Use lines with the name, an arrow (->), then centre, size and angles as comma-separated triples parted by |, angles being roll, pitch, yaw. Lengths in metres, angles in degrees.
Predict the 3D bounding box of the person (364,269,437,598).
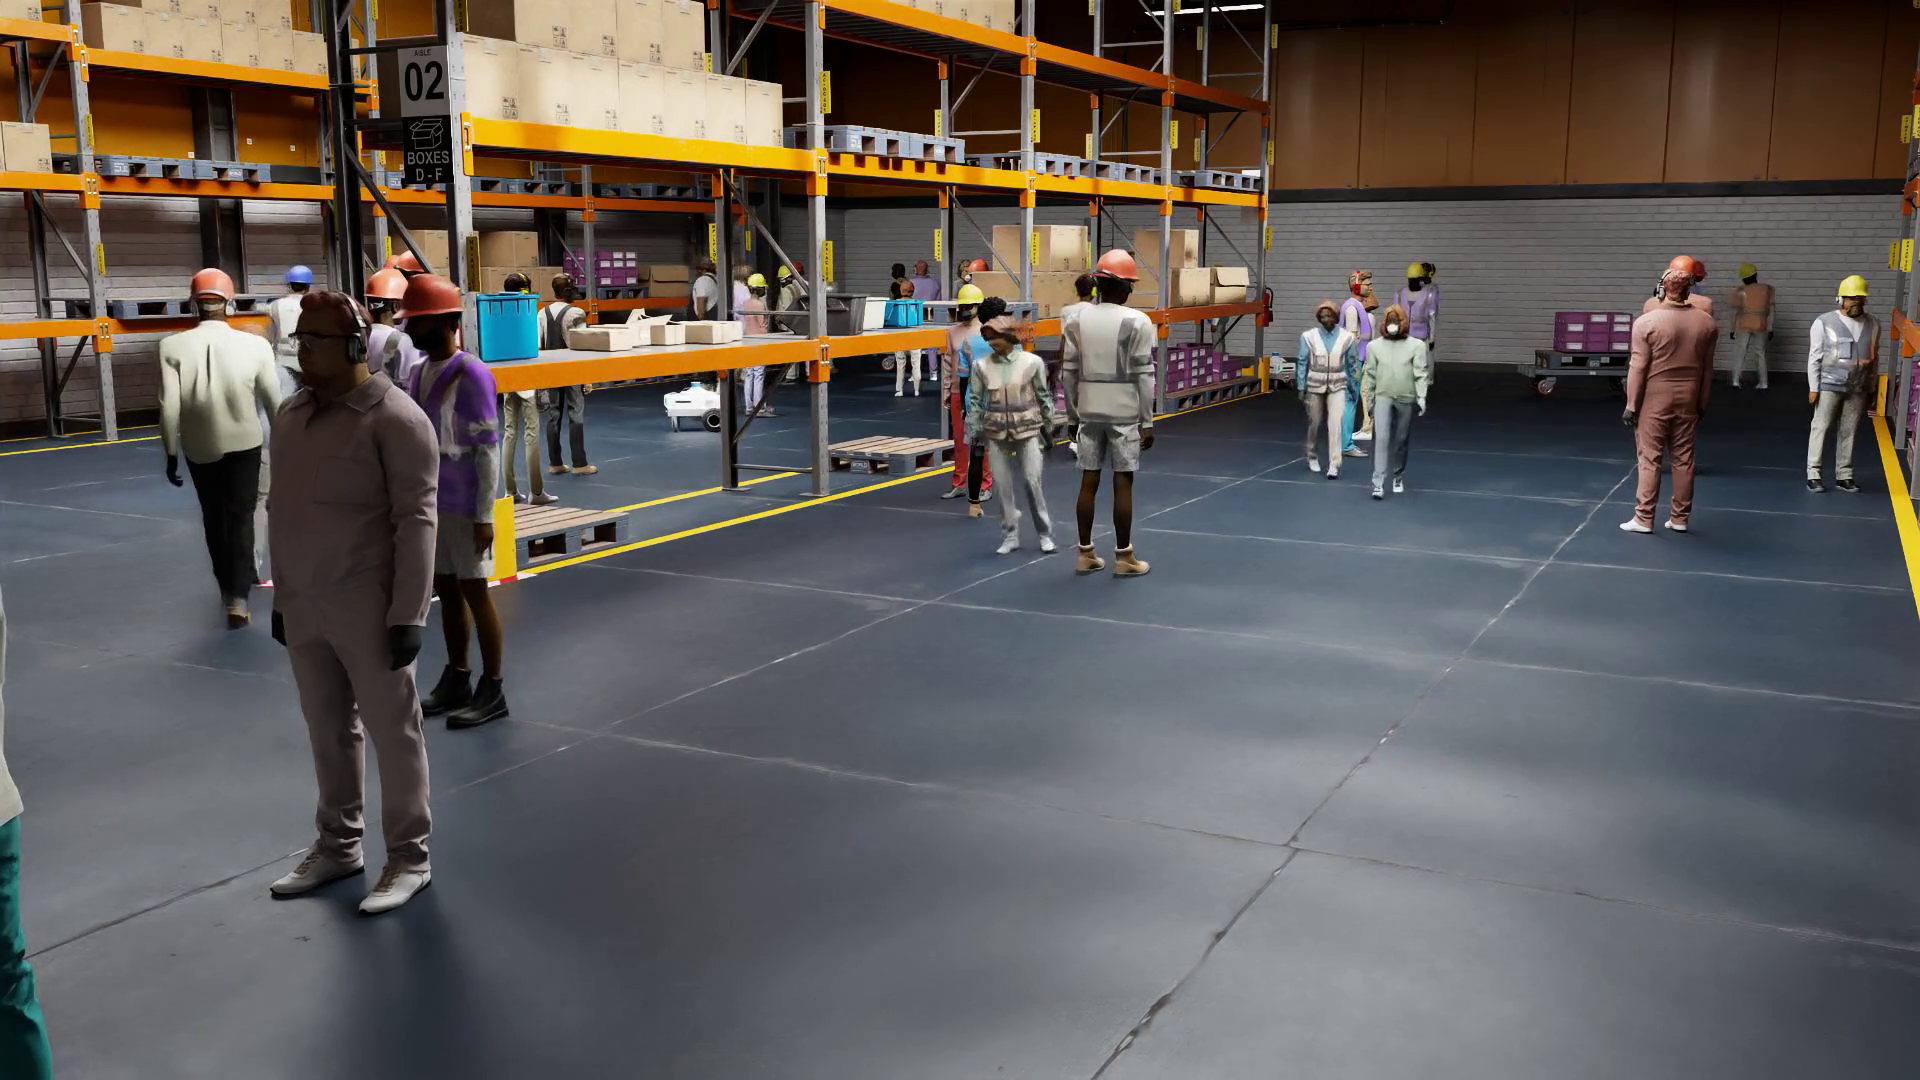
person -> -3.293, -0.594, 9.648 | 0.544, 1.932, 0.385 | 5, 11, 27

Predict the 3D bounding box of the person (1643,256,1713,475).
person -> 6.514, -1.579, 15.144 | 0.611, 1.996, 0.387 | 5, 11, 28

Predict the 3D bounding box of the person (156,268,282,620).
person -> -4.099, -0.539, 9.293 | 0.642, 1.944, 1.041 | -3, 10, -19

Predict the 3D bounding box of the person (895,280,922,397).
person -> -0.736, -2.821, 23.375 | 0.523, 1.637, 0.306 | -2, 10, -11

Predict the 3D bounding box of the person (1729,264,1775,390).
person -> 11.695, -3.136, 24.548 | 0.637, 1.871, 0.583 | 2, 10, 11

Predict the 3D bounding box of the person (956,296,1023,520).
person -> 0.237, -0.986, 12.577 | 0.545, 1.696, 0.317 | 4, 10, 20

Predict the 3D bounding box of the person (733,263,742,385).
person -> -3.347, -3.318, 25.613 | 0.599, 1.852, 0.846 | 5, 11, 25

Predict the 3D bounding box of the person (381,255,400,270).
person -> -6.833, -2.477, 20.347 | 0.397, 1.992, 0.623 | -3, 10, -15

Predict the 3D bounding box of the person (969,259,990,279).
person -> 0.236, -2.522, 20.772 | 0.355, 1.939, 0.552 | 1, 10, 7

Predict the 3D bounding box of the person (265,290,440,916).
person -> -1.904, 0.192, 5.144 | 0.643, 1.912, 0.410 | 5, 11, 27

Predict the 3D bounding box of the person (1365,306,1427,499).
person -> 3.610, -1.145, 13.807 | 0.515, 1.588, 0.845 | 3, 10, 18

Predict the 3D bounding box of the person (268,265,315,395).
person -> -6.565, -1.768, 16.511 | 0.604, 1.911, 0.954 | 0, 10, 1

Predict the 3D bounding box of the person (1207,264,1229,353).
person -> 4.227, -3.607, 27.359 | 0.404, 1.832, 0.595 | 3, 10, 19

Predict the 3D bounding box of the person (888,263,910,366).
person -> -1.079, -3.997, 29.590 | 0.429, 1.841, 0.633 | 3, 10, 18

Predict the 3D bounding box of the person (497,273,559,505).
person -> -3.536, -1.210, 13.393 | 0.521, 1.865, 0.328 | 4, 10, 20

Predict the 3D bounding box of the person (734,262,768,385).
person -> -3.236, -3.246, 25.141 | 0.635, 1.890, 1.037 | -5, 11, -29

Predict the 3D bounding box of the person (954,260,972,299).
person -> 0.032, -2.626, 21.383 | 0.371, 1.935, 0.629 | 4, 11, 23

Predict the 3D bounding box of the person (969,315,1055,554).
person -> 0.331, -0.690, 11.097 | 0.540, 1.610, 0.411 | 2, 10, 13

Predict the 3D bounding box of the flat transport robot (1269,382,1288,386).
flat transport robot -> 4.277, -2.487, 25.391 | 1.431, 0.197, 0.652 | 1, 10, 7

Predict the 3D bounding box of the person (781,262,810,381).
person -> -2.539, -3.423, 26.148 | 0.575, 1.885, 0.355 | -4, 11, -22

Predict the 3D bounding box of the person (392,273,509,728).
person -> -2.196, -0.164, 7.128 | 0.550, 1.936, 0.378 | 9, 13, 41

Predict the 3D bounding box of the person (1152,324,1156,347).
person -> 2.923, -3.343, 26.211 | 0.832, 1.713, 0.487 | -10, 14, -44

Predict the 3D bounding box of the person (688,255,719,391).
person -> -3.791, -3.239, 24.626 | 0.535, 2.000, 0.848 | 3, 10, 19

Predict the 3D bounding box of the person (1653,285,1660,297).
person -> 7.615, -1.947, 18.141 | 0.320, 1.695, 0.537 | -1, 10, -9

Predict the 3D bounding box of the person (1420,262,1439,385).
person -> 7.127, -3.306, 25.497 | 0.324, 1.875, 0.517 | -3, 10, -15

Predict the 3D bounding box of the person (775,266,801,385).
person -> -2.647, -3.302, 25.617 | 0.404, 1.826, 0.587 | 2, 10, 11

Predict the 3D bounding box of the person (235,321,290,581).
person -> -4.432, -0.558, 10.362 | 0.502, 1.602, 0.729 | 0, 10, -2

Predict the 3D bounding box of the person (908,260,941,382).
person -> -0.600, -3.435, 26.144 | 0.638, 1.911, 0.402 | -3, 10, -18

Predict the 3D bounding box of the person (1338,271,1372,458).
person -> 3.911, -1.746, 16.545 | 0.385, 1.846, 0.561 | 2, 10, 14

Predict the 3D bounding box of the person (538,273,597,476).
person -> -3.582, -1.497, 15.113 | 0.517, 1.841, 0.325 | 4, 10, 20

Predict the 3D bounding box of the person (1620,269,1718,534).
person -> 5.083, -0.990, 11.995 | 0.645, 1.908, 0.408 | -2, 10, -10

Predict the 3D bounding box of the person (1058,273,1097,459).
person -> 1.241, -1.722, 16.485 | 0.532, 1.834, 0.966 | 4, 11, 23

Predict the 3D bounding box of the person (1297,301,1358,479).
person -> 3.332, -1.367, 15.101 | 0.555, 1.590, 0.870 | 2, 10, 9

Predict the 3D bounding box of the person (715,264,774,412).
person -> -2.759, -2.486, 20.791 | 0.981, 1.912, 0.632 | -8, 13, -39

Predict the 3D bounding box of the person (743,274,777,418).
person -> -2.484, -2.380, 20.450 | 0.308, 1.769, 0.525 | -7, 12, -34

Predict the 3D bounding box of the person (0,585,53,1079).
person -> -2.027, 0.590, 3.254 | 0.313, 1.769, 0.525 | -1, 10, -5

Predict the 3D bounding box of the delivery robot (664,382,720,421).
delivery robot -> -3.000, -1.558, 18.919 | 0.707, 0.478, 0.477 | 0, 10, 0

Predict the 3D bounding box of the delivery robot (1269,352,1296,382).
delivery robot -> 4.652, -2.532, 24.560 | 0.477, 0.478, 0.707 | -4, 10, -22

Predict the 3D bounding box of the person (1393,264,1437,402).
person -> 6.049, -2.743, 22.246 | 0.589, 1.876, 1.010 | 7, 12, 36

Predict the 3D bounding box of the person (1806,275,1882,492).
person -> 7.475, -1.311, 14.062 | 0.591, 1.834, 0.404 | 0, 10, 0

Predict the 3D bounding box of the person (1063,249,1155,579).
person -> 0.948, -0.783, 10.401 | 0.615, 2.040, 0.391 | 6, 12, 33

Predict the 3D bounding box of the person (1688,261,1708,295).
person -> 10.955, -3.237, 25.083 | 0.330, 1.893, 0.660 | 0, 10, 0

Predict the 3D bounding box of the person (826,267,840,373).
person -> -2.259, -3.713, 28.015 | 0.627, 1.829, 0.434 | 6, 11, 29

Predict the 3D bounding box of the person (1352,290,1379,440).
person -> 4.387, -1.902, 18.059 | 0.286, 1.633, 0.500 | 4, 10, 20

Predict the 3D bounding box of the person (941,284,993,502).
person -> 0.086, -1.193, 13.581 | 0.525, 1.769, 0.311 | 6, 11, 29

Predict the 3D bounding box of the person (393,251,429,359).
person -> -4.729, -1.492, 14.506 | 0.607, 2.044, 0.378 | 9, 13, 43
